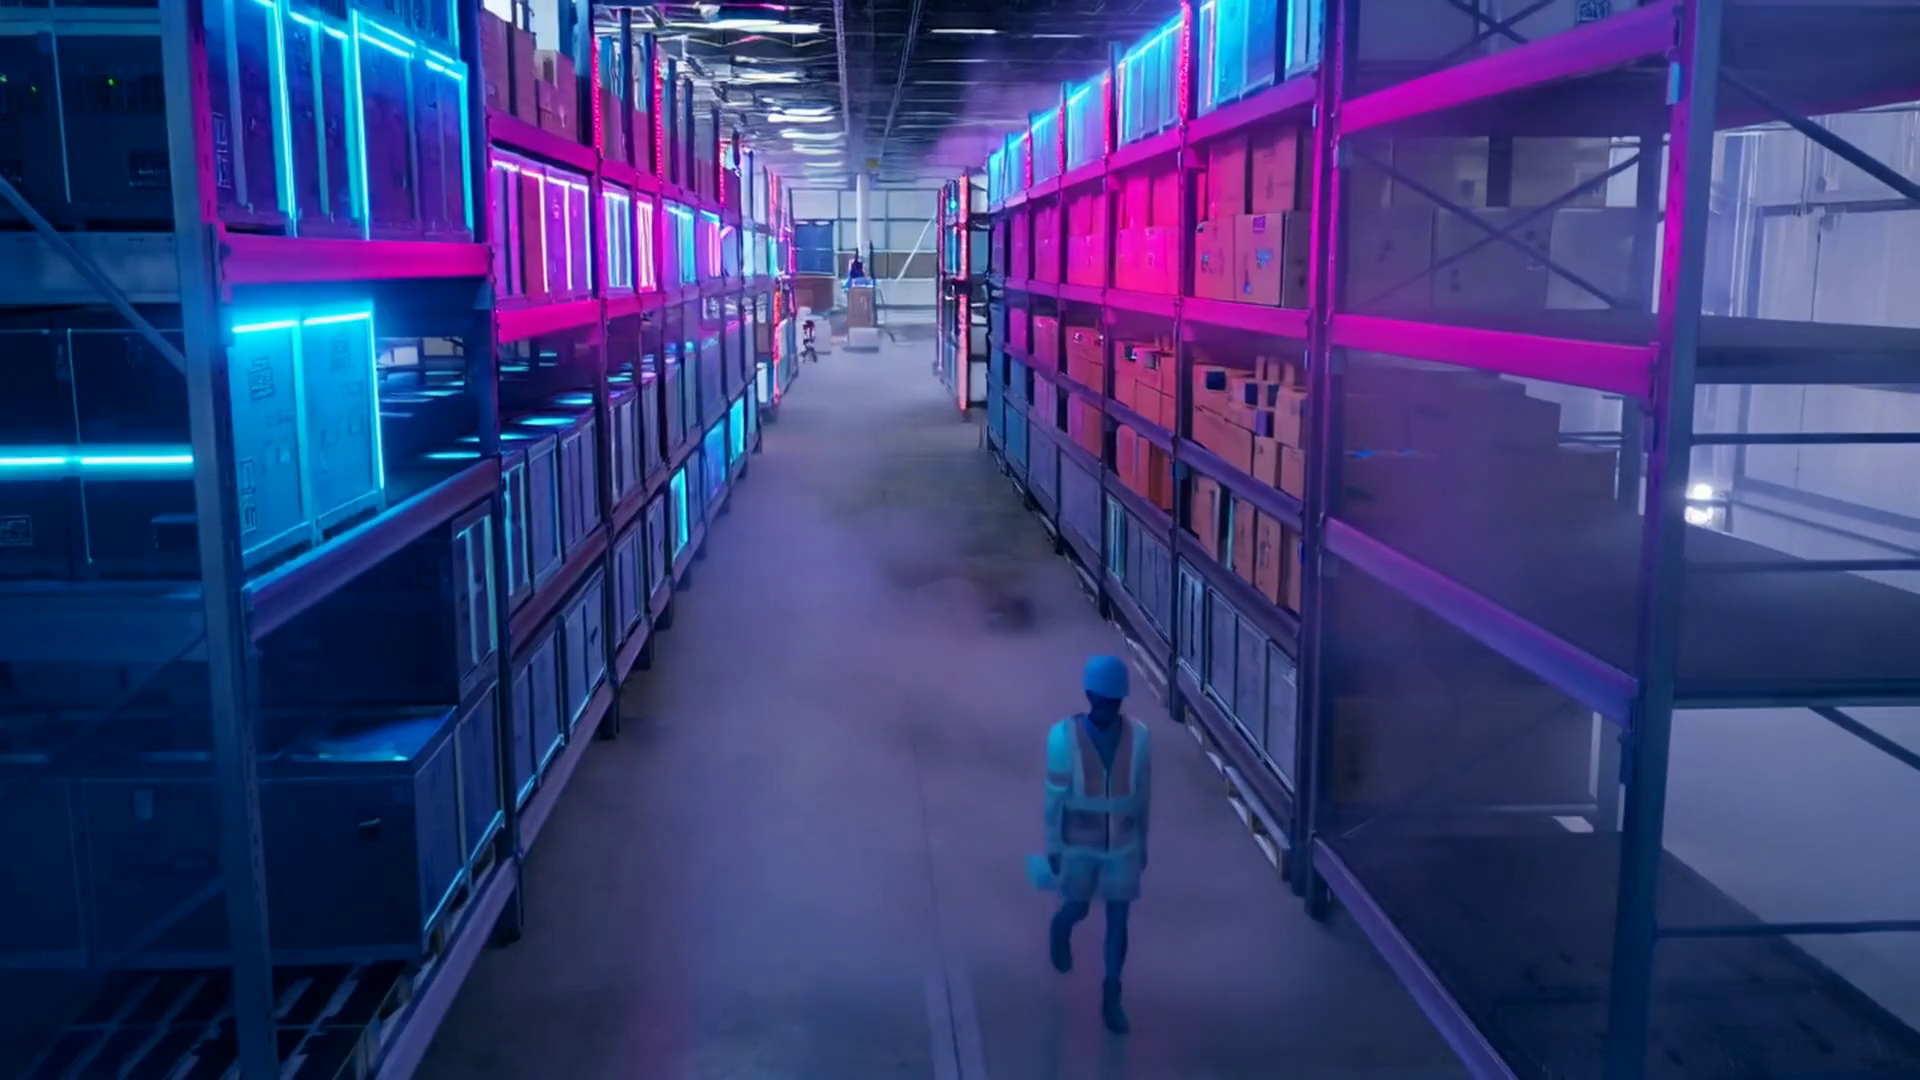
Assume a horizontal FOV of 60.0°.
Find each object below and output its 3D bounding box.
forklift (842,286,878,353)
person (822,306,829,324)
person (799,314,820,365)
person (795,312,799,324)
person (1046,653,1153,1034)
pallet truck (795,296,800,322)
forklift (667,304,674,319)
[{"bbox_3d":[-4.225,-9.342,70.273,1.129,2.768,1.873,-3,10,-20],"label":"forklift"},{"bbox_3d":[-6.579,-10.587,81.264,0.321,1.691,0.532,-4,10,-23],"label":"person"},{"bbox_3d":[-5.619,-7.483,62.118,0.971,1.899,0.557,5,11,29],"label":"person"},{"bbox_3d":[-7.286,-9.243,72.580,0.789,1.922,0.402,-1,10,-5],"label":"person"},{"bbox_3d":[0.693,1.480,8.527,0.550,1.914,0.765,-2,10,-11],"label":"person"},{"bbox_3d":[-8.622,-12.439,91.403,1.885,1.965,0.823,2,10,13],"label":"pallet truck"},{"bbox_3d":[-9.596,-7.085,56.790,1.129,2.768,1.873,7,12,37],"label":"forklift"}]
